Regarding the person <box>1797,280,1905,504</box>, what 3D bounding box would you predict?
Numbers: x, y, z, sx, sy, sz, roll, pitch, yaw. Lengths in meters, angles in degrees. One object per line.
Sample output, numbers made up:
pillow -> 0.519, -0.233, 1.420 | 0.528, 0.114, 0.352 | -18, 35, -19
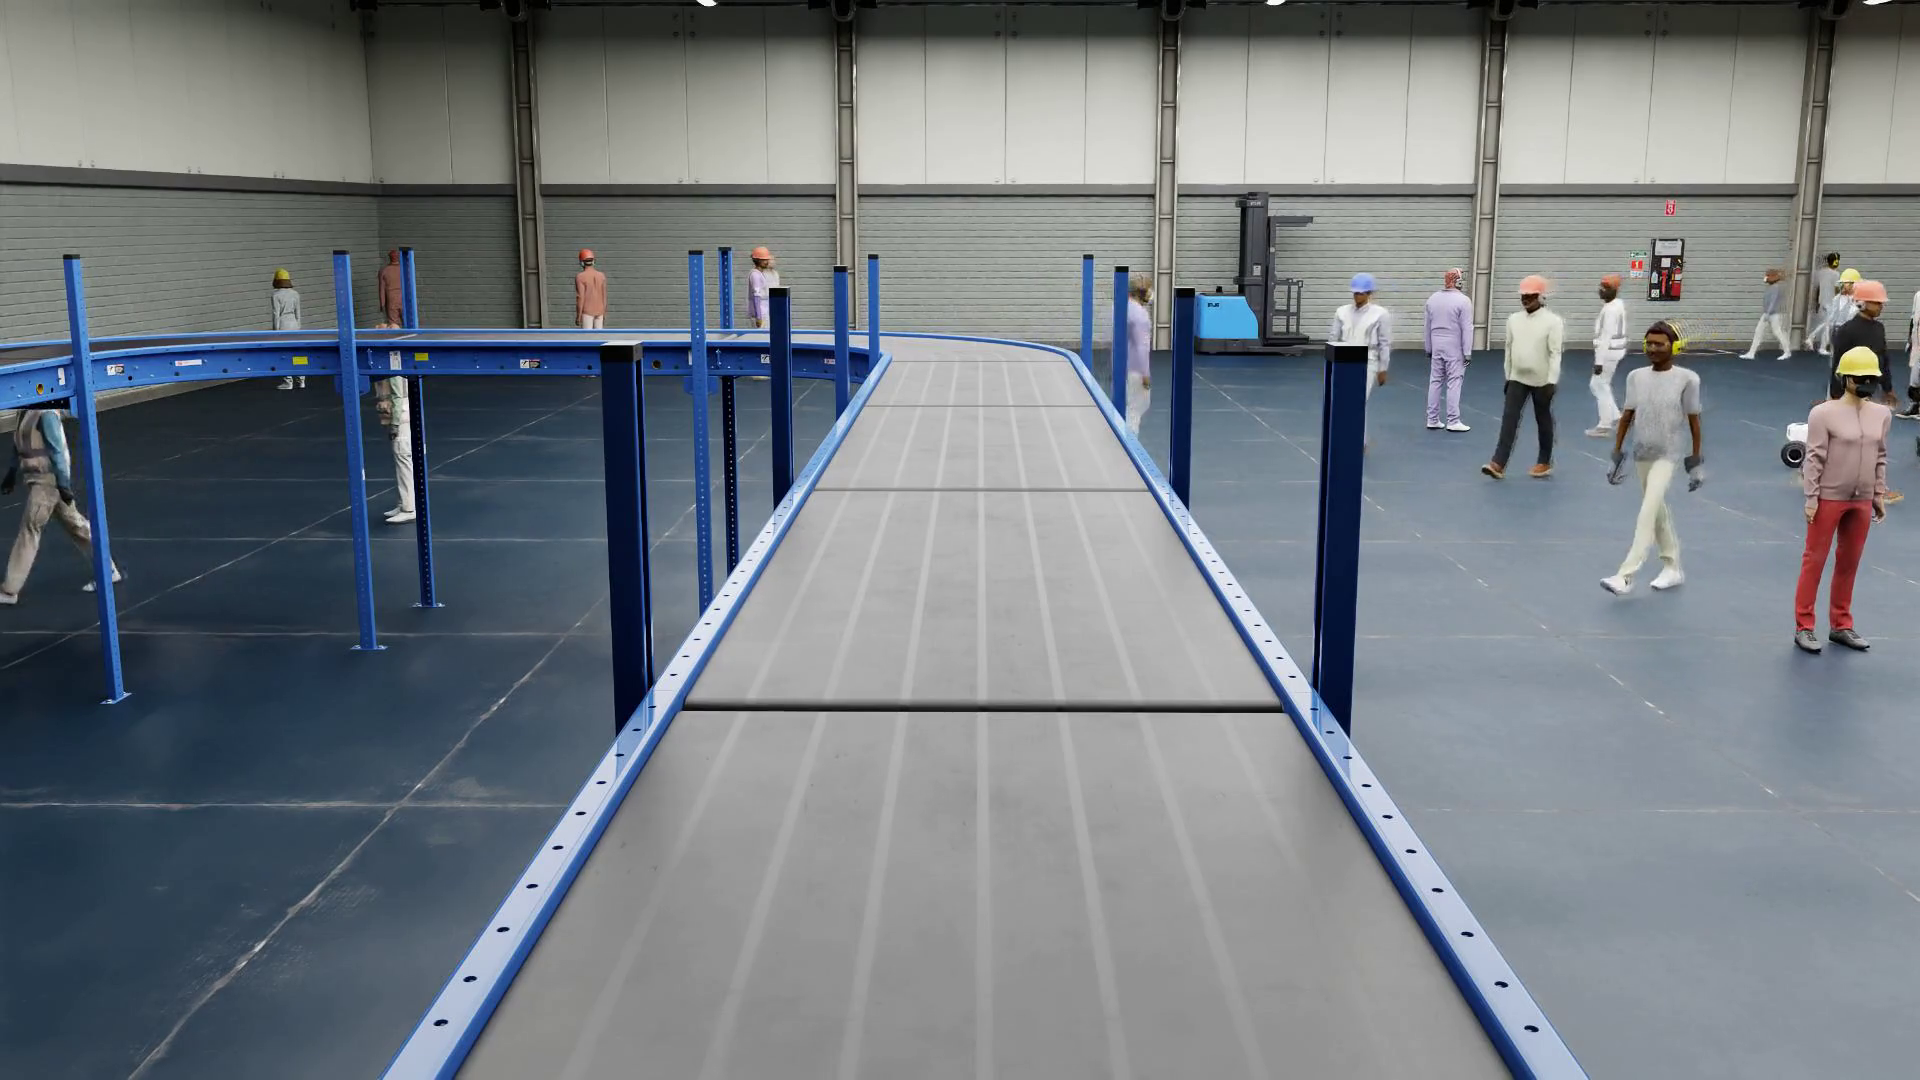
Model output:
person -> 8.025, -1.344, 14.895 | 0.620, 1.952, 1.015 | -8, 14, -36

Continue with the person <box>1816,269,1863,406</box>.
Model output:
person -> 11.499, -2.600, 21.623 | 0.404, 1.832, 0.599 | -4, 12, -19

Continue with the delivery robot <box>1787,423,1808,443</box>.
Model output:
delivery robot -> 8.752, -1.043, 16.783 | 0.707, 0.478, 0.477 | 8, 14, 36

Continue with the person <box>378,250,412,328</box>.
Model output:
person -> -10.195, -4.299, 30.165 | 0.650, 1.906, 0.401 | -5, 12, -24

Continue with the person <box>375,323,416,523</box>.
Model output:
person -> -4.654, -0.968, 13.729 | 0.310, 1.642, 0.514 | -4, 12, -18

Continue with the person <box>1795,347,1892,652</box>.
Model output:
person -> 5.133, -0.236, 9.648 | 0.525, 1.769, 0.315 | -2, 11, -11

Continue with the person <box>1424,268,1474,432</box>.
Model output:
person -> 5.777, -2.239, 19.579 | 0.405, 1.906, 0.653 | -7, 13, -33

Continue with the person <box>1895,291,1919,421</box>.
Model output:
person -> 11.963, -2.460, 20.558 | 0.361, 1.964, 0.616 | -3, 11, -16

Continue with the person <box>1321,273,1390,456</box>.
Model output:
person -> 4.058, -1.780, 17.174 | 0.625, 1.916, 0.727 | 11, 15, 43

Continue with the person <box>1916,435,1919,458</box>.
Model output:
person -> 10.039, -1.596, 17.024 | 0.634, 1.618, 0.517 | -5, 12, -25

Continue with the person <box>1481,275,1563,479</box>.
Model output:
person -> 5.424, -1.546, 15.919 | 1.008, 1.937, 0.642 | -9, 14, -40

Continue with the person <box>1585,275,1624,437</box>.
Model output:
person -> 7.413, -2.095, 19.015 | 0.377, 1.848, 0.647 | 4, 12, 18

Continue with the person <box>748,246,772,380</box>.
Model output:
person -> -3.078, -3.512, 25.767 | 0.393, 2.041, 0.614 | -1, 11, -3

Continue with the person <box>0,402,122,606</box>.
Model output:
person -> -6.008, -0.390, 10.897 | 0.905, 1.585, 0.517 | -9, 14, -38

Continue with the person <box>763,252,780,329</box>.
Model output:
person -> -3.348, -4.093, 29.128 | 0.453, 1.892, 0.672 | 6, 12, 26

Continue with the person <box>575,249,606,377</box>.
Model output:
person -> -5.844, -3.584, 26.271 | 0.391, 1.989, 0.623 | 7, 13, 32

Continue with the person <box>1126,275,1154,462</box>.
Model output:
person -> 1.746, -1.711, 16.828 | 0.483, 1.926, 0.640 | -1, 11, -5

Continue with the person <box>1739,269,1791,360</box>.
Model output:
person -> 14.282, -3.970, 29.274 | 0.845, 1.592, 0.510 | 1, 11, 3

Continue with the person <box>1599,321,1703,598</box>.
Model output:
person -> 4.580, -0.534, 11.037 | 0.995, 1.816, 0.552 | -8, 13, -34

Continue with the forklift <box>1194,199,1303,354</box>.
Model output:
forklift -> 5.313, -4.851, 30.603 | 1.873, 2.768, 1.129 | 0, 11, 1

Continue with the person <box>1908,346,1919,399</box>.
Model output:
person -> 9.604, -1.496, 16.110 | 0.682, 1.779, 0.998 | 4, 12, 21

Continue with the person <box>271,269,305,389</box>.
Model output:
person -> -9.864, -3.085, 24.345 | 0.294, 1.744, 0.484 | 6, 12, 26

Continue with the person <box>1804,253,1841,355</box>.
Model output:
person -> 15.843, -4.315, 30.389 | 0.446, 1.852, 0.516 | -2, 11, -8
